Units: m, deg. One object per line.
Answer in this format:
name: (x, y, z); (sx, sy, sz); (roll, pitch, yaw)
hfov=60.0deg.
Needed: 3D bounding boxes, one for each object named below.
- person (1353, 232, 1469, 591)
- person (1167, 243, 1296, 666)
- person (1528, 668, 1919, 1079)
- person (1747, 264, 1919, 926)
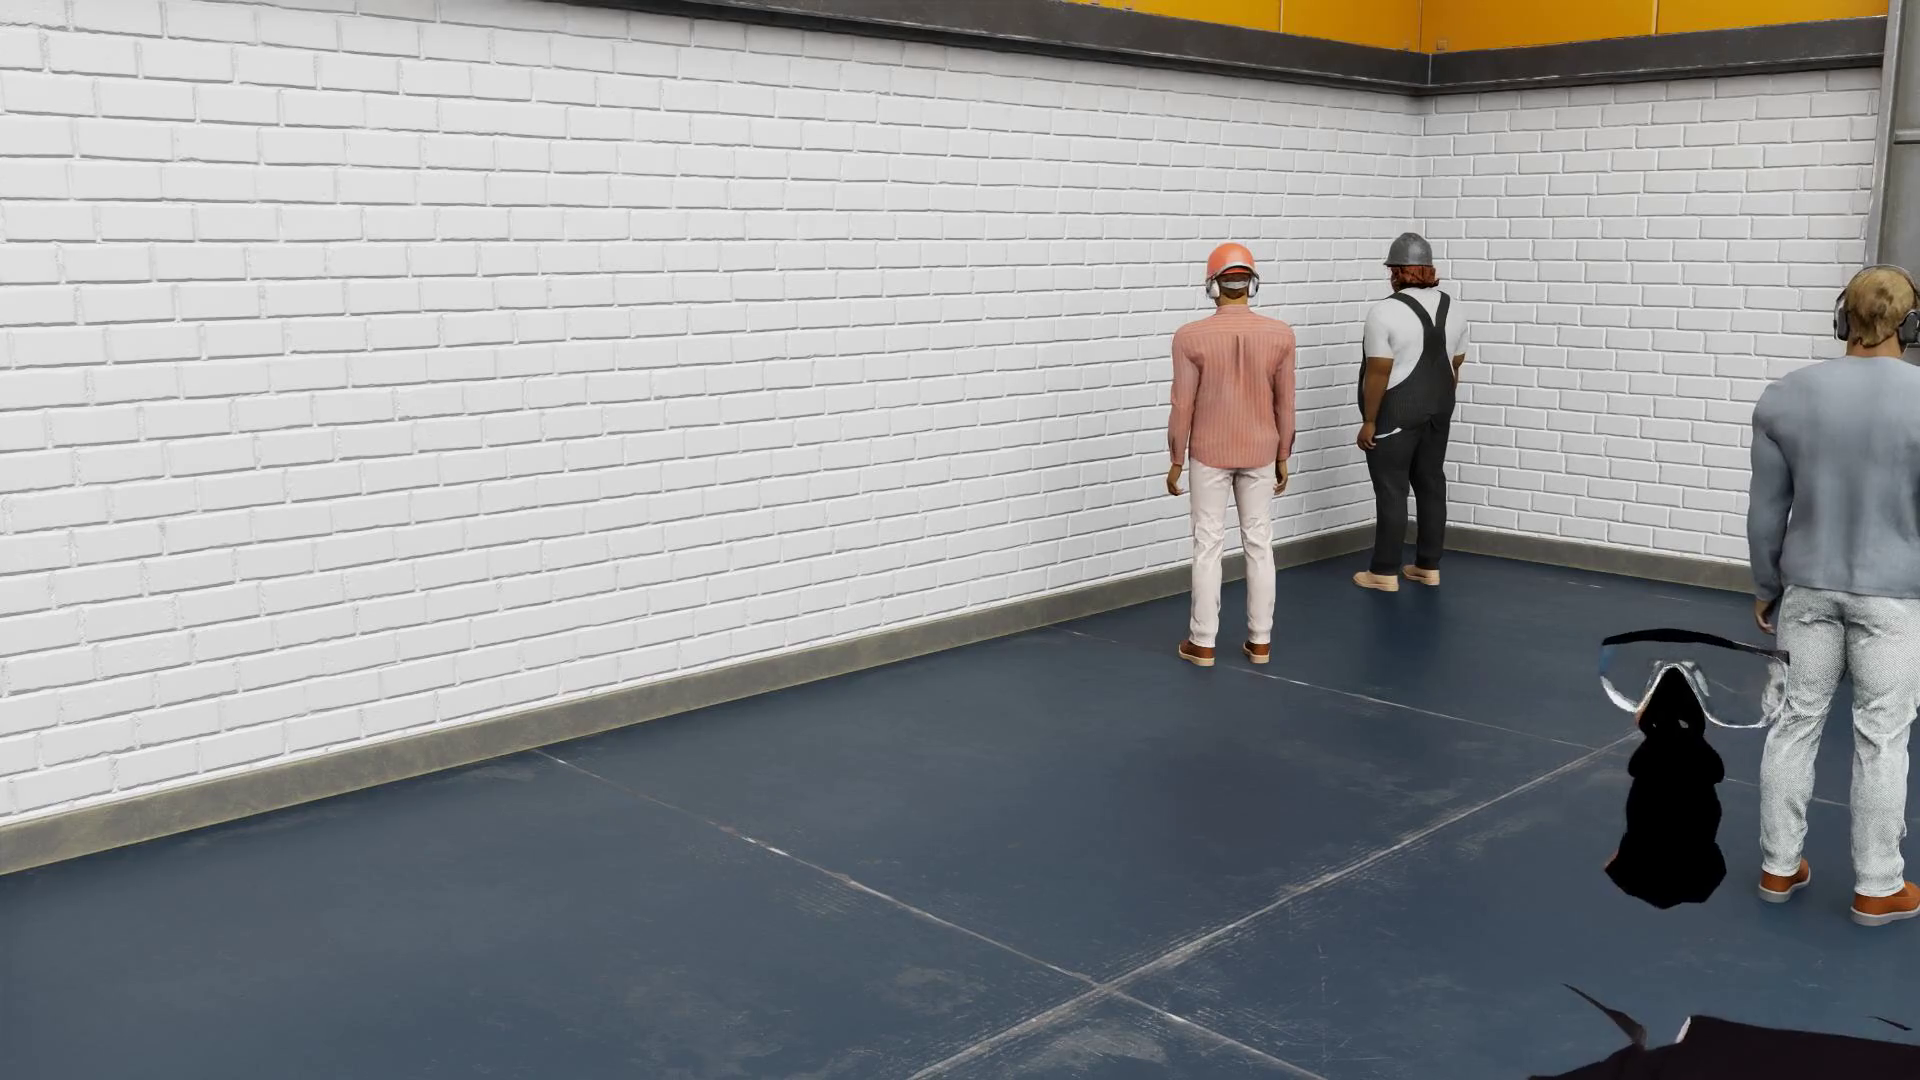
person: (2.525, -0.733, 9.540); (0.681, 2.000, 0.536); (-5, 12, -26)
person: (1.269, -0.392, 7.833); (0.609, 1.986, 0.392); (-1, 10, -7)
person: (0.439, 0.893, 1.044); (0.638, 1.908, 0.408); (-2, 11, -11)
person: (2.645, 0.166, 4.922); (0.373, 1.940, 0.628); (-10, 14, -43)
